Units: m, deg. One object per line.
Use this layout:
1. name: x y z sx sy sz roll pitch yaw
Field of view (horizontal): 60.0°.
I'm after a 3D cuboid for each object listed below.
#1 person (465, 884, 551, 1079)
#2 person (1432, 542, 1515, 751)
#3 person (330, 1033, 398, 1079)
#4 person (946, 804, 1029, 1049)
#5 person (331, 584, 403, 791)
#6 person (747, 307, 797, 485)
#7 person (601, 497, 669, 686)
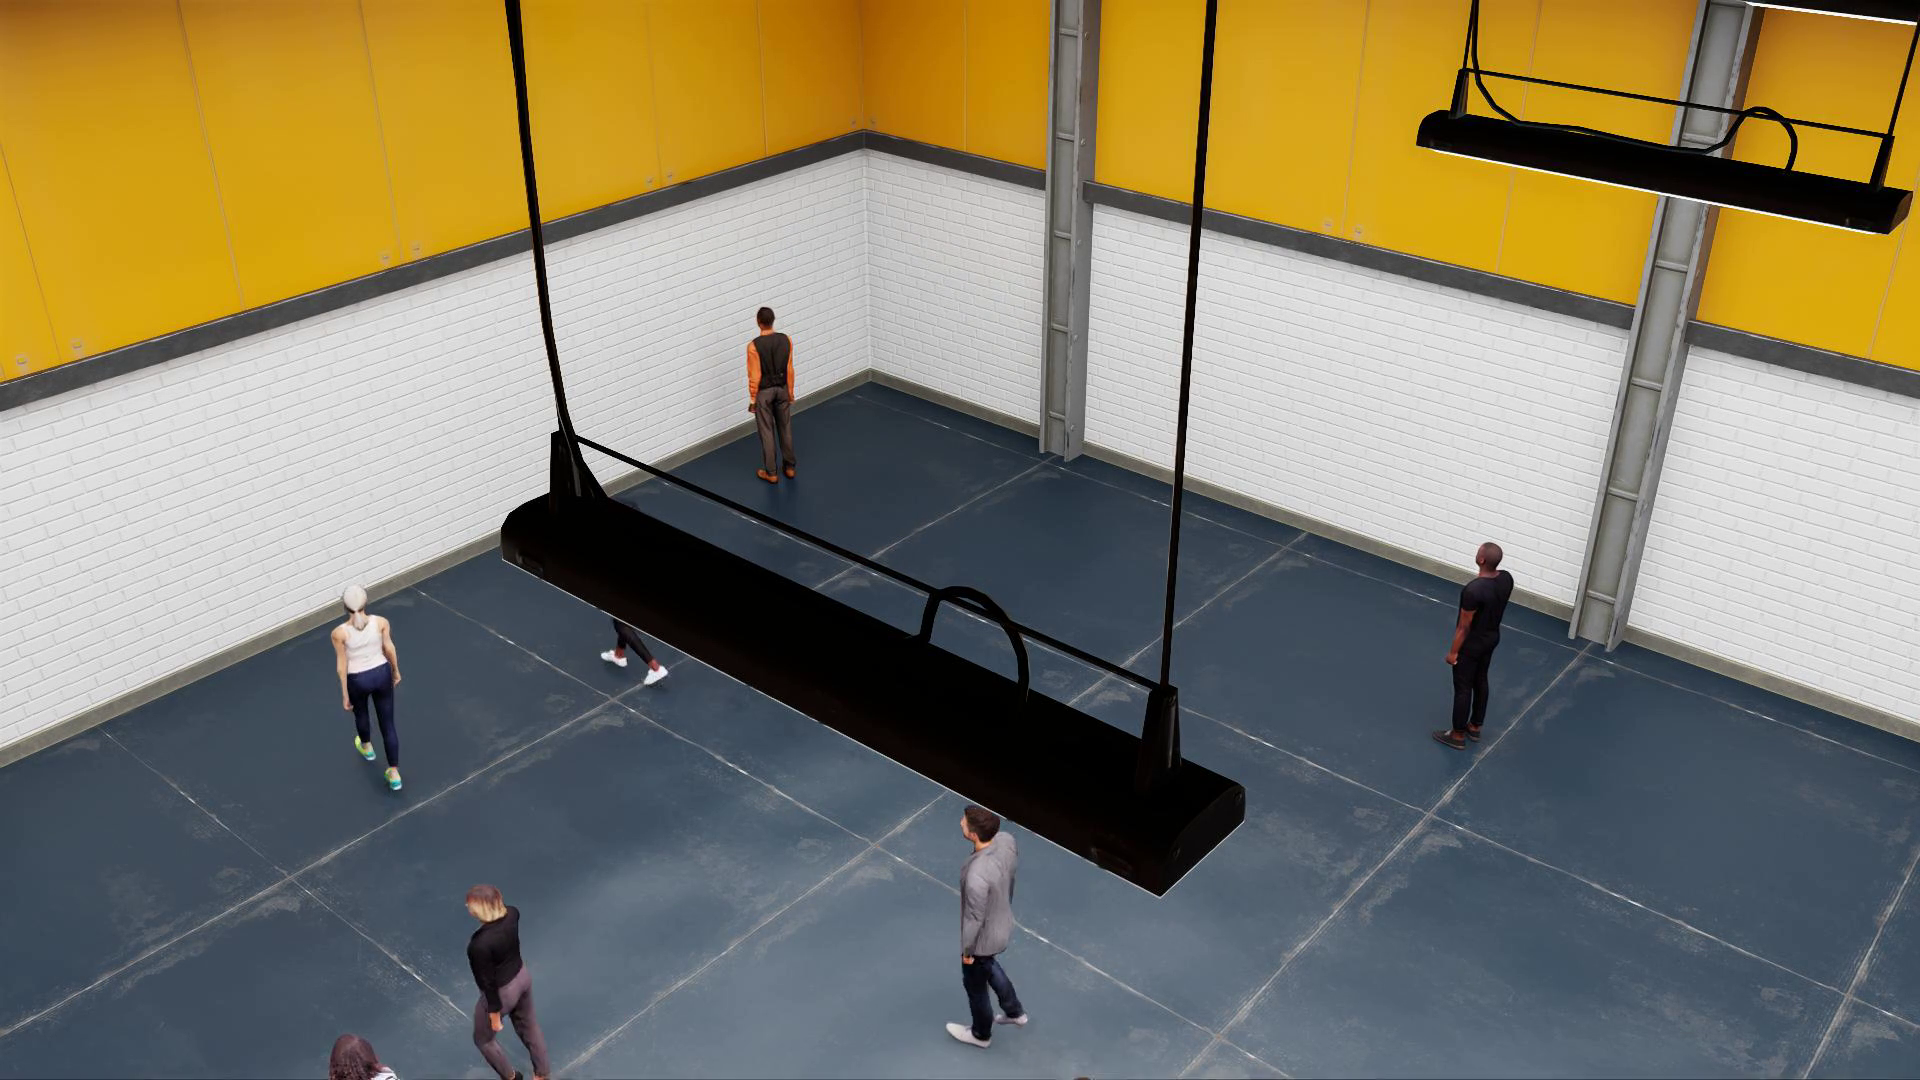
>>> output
1. person: -2.604 2.717 9.840 0.744 1.655 0.726 9 30 15
2. person: 4.077 0.826 13.134 0.722 1.820 0.659 -18 34 -30
3. person: -3.059 3.303 8.822 0.649 1.601 0.633 17 33 28
4. person: 0.225 2.404 10.194 0.824 1.865 0.789 14 31 23
5. person: -4.465 1.159 12.676 0.835 1.673 1.069 -16 33 -27
6. person: -1.961 -1.516 17.336 0.770 1.907 0.719 -17 33 -29
7. person: -2.764 0.442 13.959 1.107 1.704 0.751 15 32 25
